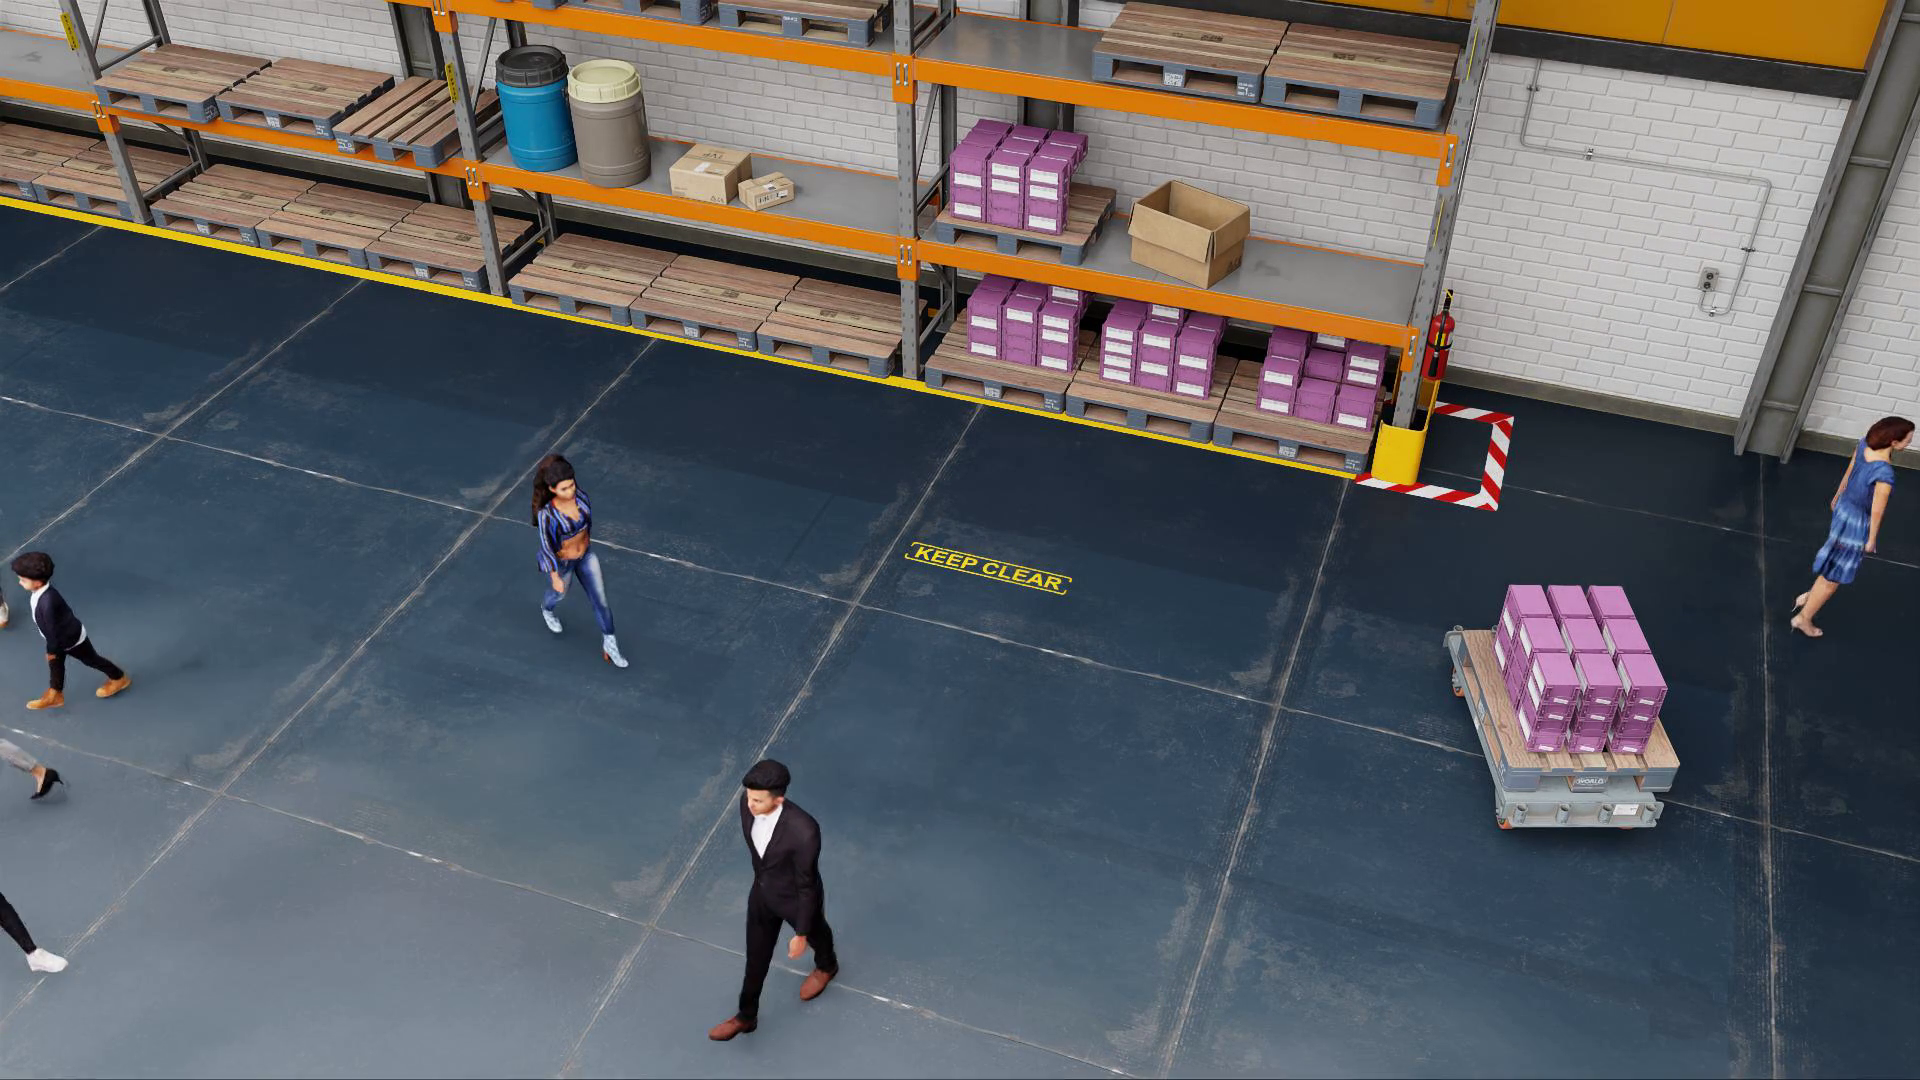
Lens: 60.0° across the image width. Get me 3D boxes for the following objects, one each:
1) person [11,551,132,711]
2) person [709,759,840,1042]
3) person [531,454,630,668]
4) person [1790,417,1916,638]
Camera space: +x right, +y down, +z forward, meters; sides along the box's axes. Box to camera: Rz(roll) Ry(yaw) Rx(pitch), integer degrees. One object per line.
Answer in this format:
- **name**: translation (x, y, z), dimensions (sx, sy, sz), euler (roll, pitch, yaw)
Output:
- **person**: translation (-5.648, 0.570, 10.581), dimensions (0.842, 1.193, 0.846), euler (-23, 44, -26)
- **person**: translation (-0.812, 1.764, 8.564), dimensions (1.125, 1.844, 1.011), euler (26, 46, 29)
- **person**: translation (-2.591, 0.112, 10.846), dimensions (1.127, 1.579, 0.869), euler (29, 47, 32)
- **person**: translation (5.744, -0.060, 10.894), dimensions (0.764, 1.785, 0.734), euler (3, 39, 4)
